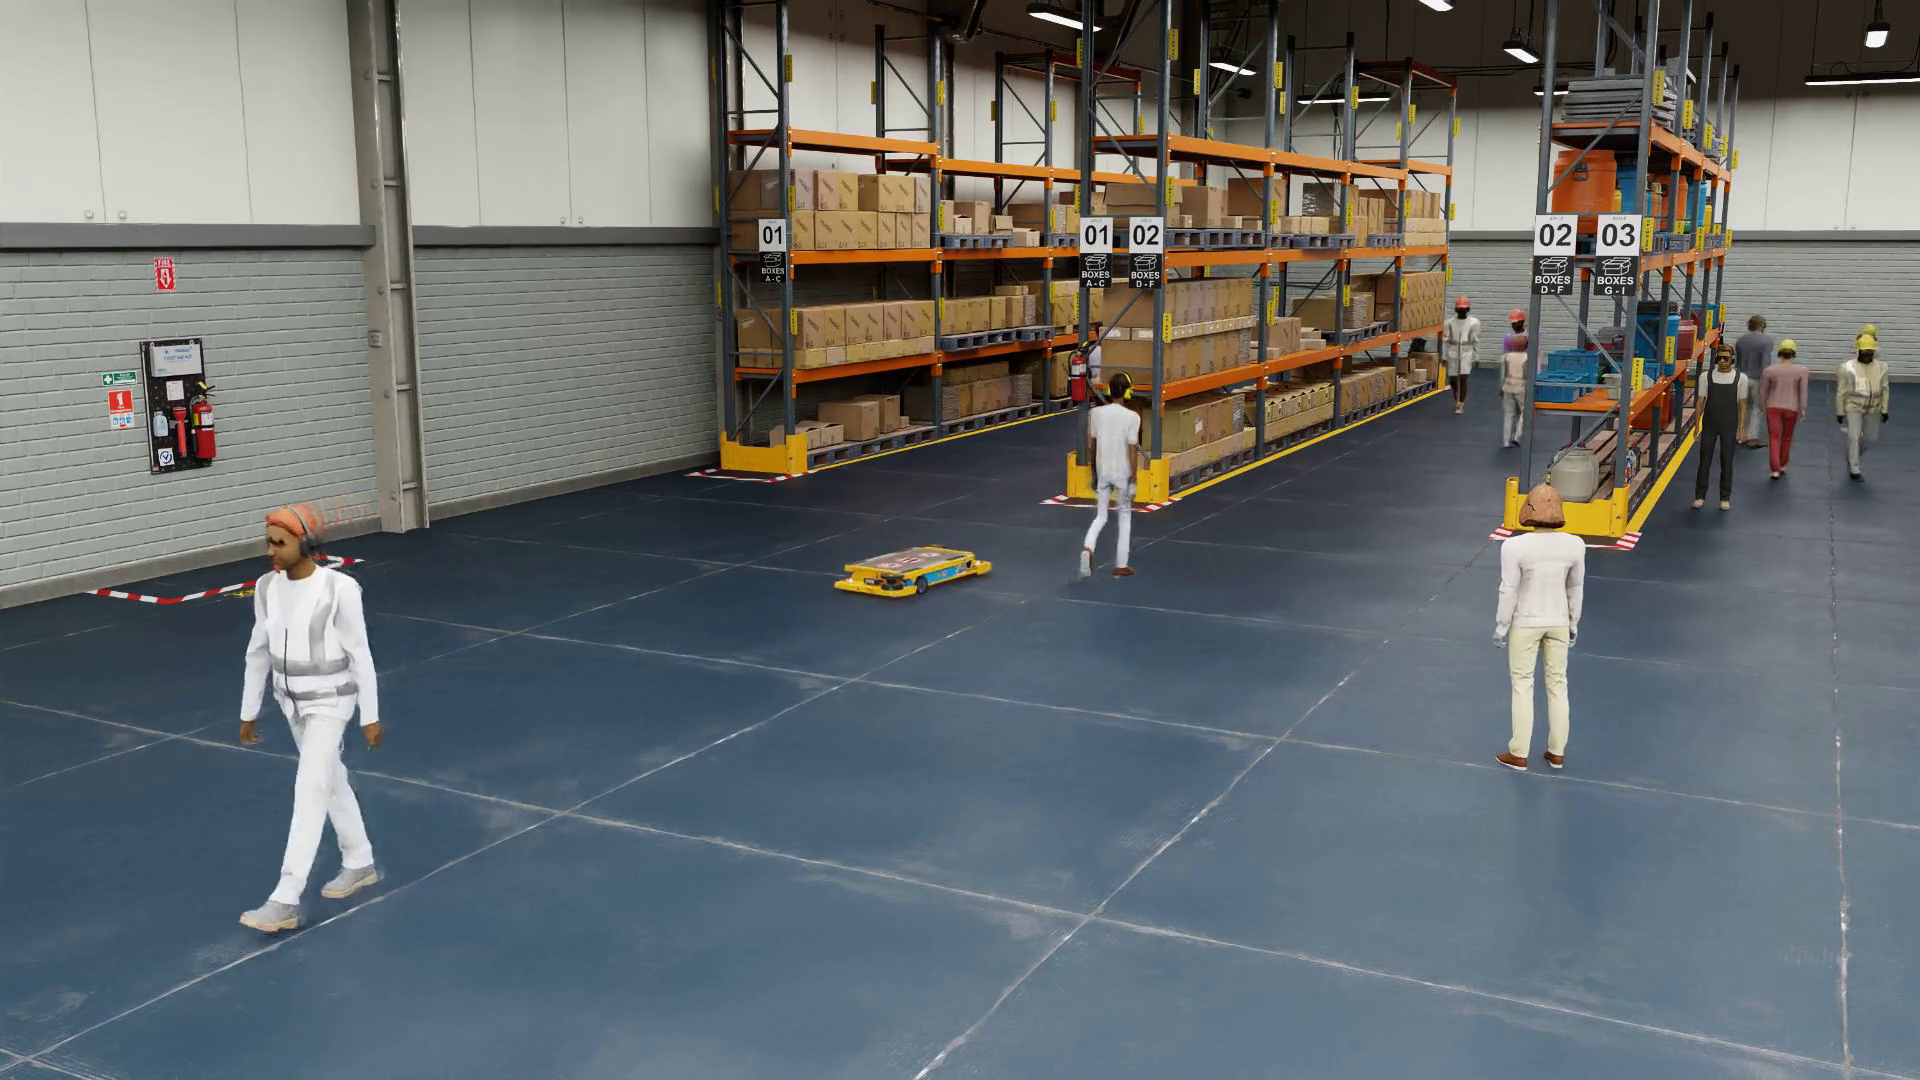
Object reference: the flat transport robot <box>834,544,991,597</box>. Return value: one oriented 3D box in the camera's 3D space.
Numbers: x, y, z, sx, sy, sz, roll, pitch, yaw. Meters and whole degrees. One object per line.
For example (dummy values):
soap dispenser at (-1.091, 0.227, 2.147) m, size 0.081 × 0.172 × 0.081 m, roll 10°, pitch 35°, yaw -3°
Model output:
flat transport robot at (-0.397, 0.255, 14.523) m, size 0.652 × 0.197 × 1.431 m, roll 7°, pitch 13°, yaw 34°

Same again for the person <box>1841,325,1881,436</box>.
person at (13.680, -2.420, 25.204) m, size 0.439 × 1.698 × 0.595 m, roll -2°, pitch 11°, yaw -12°

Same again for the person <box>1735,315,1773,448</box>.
person at (11.401, -2.290, 23.968) m, size 0.475 × 1.896 × 0.658 m, roll -4°, pitch 11°, yaw -22°

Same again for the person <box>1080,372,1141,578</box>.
person at (1.317, -0.551, 14.625) m, size 0.527 × 1.848 × 0.672 m, roll 6°, pitch 12°, yaw 30°

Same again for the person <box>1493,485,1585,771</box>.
person at (3.287, 0.501, 9.468) m, size 0.503 × 1.632 × 0.274 m, roll -1°, pitch 10°, yaw -6°

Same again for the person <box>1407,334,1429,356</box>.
person at (9.429, -4.181, 34.083) m, size 0.462 × 1.969 × 0.662 m, roll 6°, pitch 12°, yaw 29°

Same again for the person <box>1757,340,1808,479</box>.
person at (10.341, -1.652, 20.945) m, size 0.549 × 1.714 × 0.892 m, roll 4°, pitch 11°, yaw 21°

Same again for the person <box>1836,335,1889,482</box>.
person at (11.195, -1.648, 20.681) m, size 0.604 × 1.816 × 0.651 m, roll 1°, pitch 10°, yaw 4°

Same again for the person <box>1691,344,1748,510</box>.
person at (8.419, -1.249, 18.433) m, size 0.520 × 1.844 × 0.330 m, roll 5°, pitch 12°, yaw 26°

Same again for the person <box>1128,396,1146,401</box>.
person at (2.485, -2.089, 23.048) m, size 0.598 × 1.830 × 0.403 m, roll 5°, pitch 11°, yaw 24°

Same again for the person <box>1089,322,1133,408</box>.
person at (1.968, -1.952, 22.158) m, size 0.681 × 1.882 × 0.503 m, roll 1°, pitch 10°, yaw 7°

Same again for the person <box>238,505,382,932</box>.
person at (-2.965, 0.779, 7.354) m, size 0.612 × 1.844 × 0.918 m, roll 6°, pitch 12°, yaw 28°

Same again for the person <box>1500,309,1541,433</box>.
person at (8.572, -2.570, 25.476) m, size 0.530 × 1.908 × 0.591 m, roll -8°, pitch 13°, yaw -39°

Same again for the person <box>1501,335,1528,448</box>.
person at (7.946, -2.107, 23.714) m, size 0.549 × 1.621 × 0.359 m, roll 8°, pitch 13°, yaw 39°

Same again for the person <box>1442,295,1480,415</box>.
person at (8.563, -3.164, 28.419) m, size 0.613 × 2.026 × 0.709 m, roll 5°, pitch 12°, yaw 26°
